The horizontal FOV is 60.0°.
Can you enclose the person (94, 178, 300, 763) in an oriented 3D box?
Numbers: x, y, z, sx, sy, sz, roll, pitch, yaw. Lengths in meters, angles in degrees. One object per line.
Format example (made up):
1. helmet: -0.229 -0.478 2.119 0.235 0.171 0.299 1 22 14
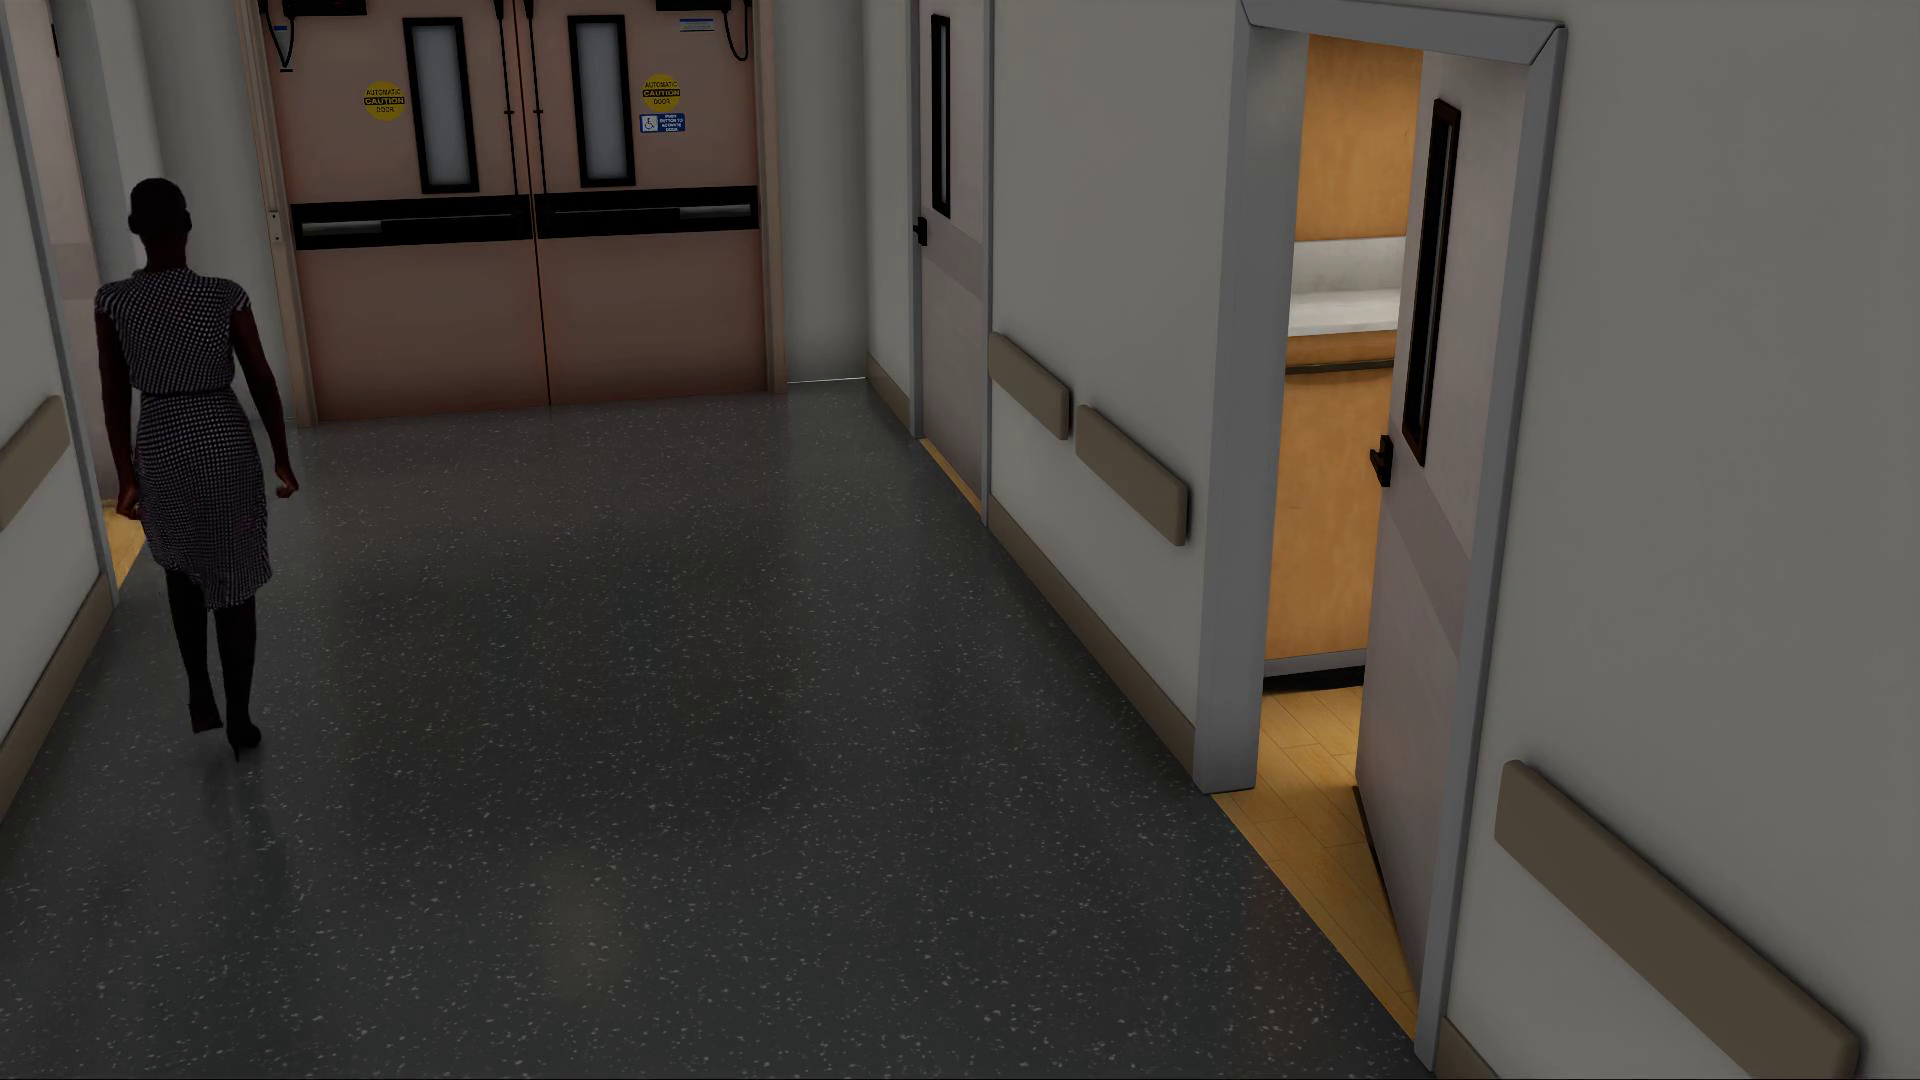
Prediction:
1. person: -2.253 -0.141 4.899 0.652 1.778 0.639 -4 21 -10
